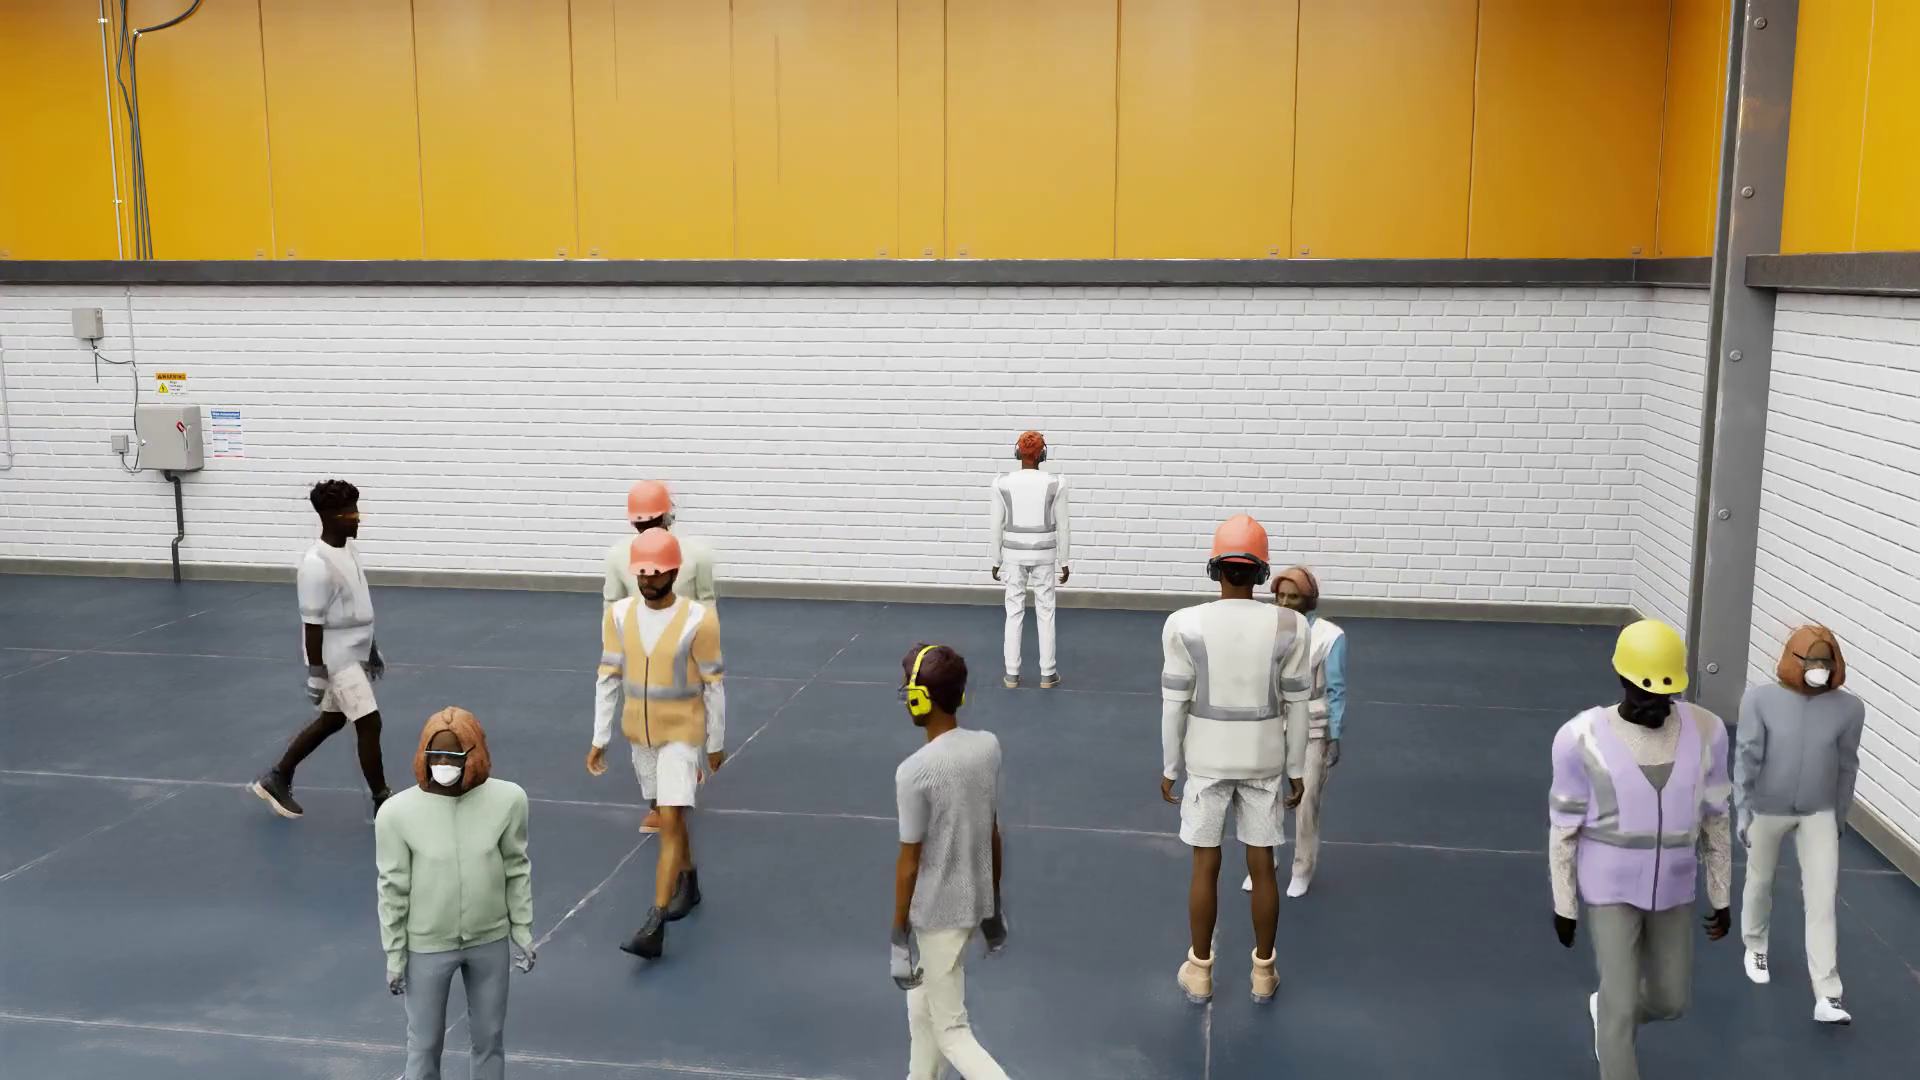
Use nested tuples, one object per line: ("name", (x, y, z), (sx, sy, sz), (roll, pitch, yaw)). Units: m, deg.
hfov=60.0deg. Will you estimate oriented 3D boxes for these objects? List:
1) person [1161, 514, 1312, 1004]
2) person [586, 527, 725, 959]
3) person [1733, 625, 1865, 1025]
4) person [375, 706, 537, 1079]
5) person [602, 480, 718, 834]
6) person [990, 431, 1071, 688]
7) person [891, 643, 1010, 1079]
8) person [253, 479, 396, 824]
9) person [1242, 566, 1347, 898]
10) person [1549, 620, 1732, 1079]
("person", (1.129, 0.909, 6.883), (0.611, 2.043, 0.375), (0, 9, 2))
("person", (-1.385, 0.889, 7.469), (0.554, 1.888, 0.976), (3, 10, 19))
("person", (3.427, 1.146, 6.812), (0.507, 1.593, 0.849), (2, 9, 13))
("person", (-1.646, 1.341, 5.481), (0.501, 1.631, 0.286), (-5, 11, -30))
("person", (-1.663, 0.577, 9.370), (0.627, 1.920, 1.061), (1, 9, 6))
("person", (0.513, 0.145, 12.089), (0.584, 1.881, 0.349), (1, 9, 7))
("person", (0.016, 1.251, 5.480), (0.887, 1.828, 0.530), (7, 11, 35))
("person", (-3.442, 0.615, 9.052), (0.935, 1.937, 0.599), (-1, 9, -7))
("person", (1.597, 0.937, 7.997), (0.525, 1.626, 0.446), (5, 10, 28))
("person", (2.304, 1.167, 5.750), (0.636, 1.894, 0.700), (0, 9, -2))
